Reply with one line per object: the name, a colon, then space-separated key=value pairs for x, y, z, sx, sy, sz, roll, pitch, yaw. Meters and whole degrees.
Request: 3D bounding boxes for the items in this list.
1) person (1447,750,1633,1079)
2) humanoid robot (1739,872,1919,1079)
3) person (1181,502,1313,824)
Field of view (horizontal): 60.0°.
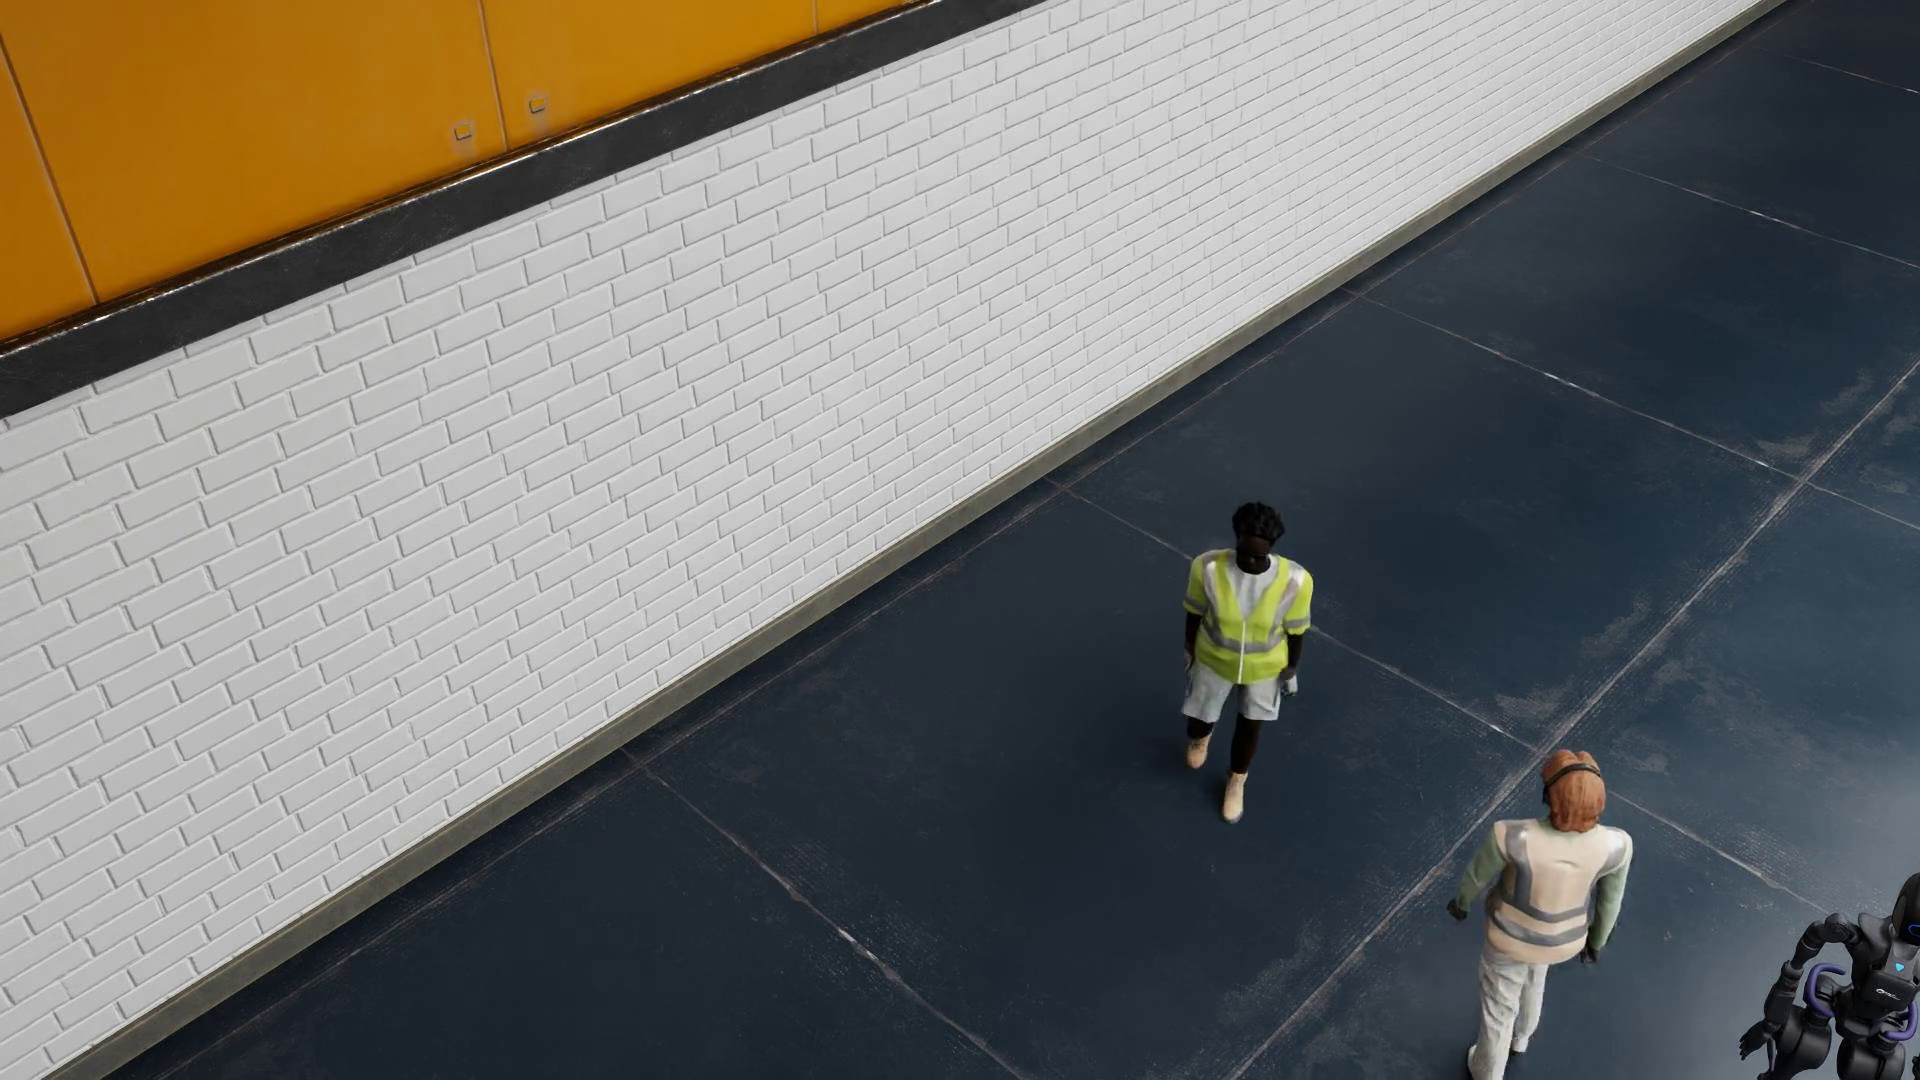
person: x=2.075 y=1.397 z=6.086 sx=0.528 sy=1.618 sz=0.538 roll=-1 pitch=39 yaw=-1
humanoid robot: x=3.020 y=1.701 z=5.654 sx=0.599 sy=1.657 sz=0.315 roll=17 pitch=42 yaw=20
person: x=1.202 y=0.520 z=7.136 sx=0.535 sy=1.688 sz=0.391 roll=7 pitch=39 yaw=8
